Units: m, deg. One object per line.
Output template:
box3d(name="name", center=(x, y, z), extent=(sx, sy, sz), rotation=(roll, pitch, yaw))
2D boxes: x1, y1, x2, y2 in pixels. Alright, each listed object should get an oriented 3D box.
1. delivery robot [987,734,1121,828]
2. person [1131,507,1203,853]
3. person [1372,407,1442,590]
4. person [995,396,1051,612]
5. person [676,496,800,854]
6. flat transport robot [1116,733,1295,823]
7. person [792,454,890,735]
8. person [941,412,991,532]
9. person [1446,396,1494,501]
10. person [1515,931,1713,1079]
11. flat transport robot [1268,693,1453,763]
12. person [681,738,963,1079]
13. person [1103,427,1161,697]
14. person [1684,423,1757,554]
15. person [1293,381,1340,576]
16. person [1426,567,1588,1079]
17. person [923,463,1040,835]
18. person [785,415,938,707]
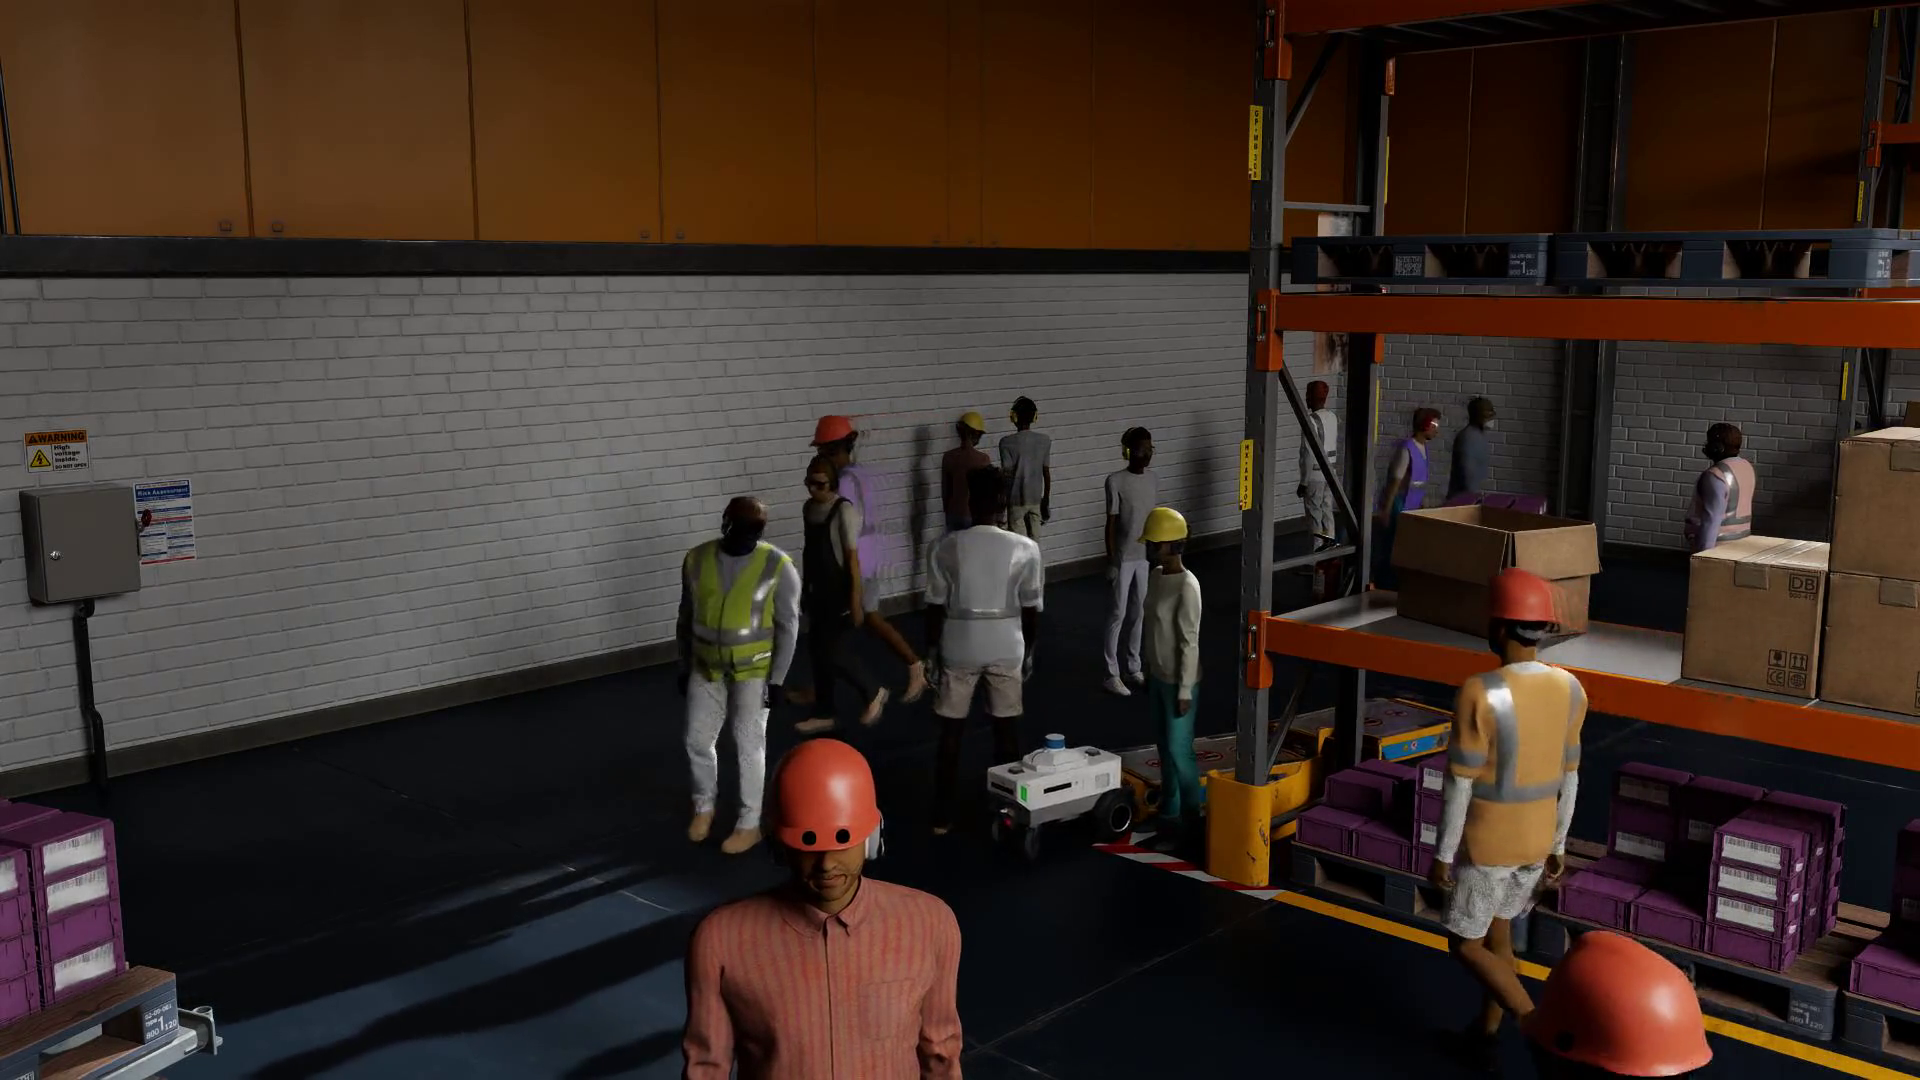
box3d(name="delivery robot", center=(0.487, 1.242, 8.556), extent=(0.707, 0.478, 0.477), rotation=(-7, 11, -36))
box3d(name="person", center=(1.051, 0.704, 8.466), extent=(0.343, 1.759, 0.533), rotation=(-2, 10, -14))
box3d(name="person", center=(3.724, -0.209, 13.911), extent=(0.698, 1.800, 0.579), rotation=(4, 10, 23))
box3d(name="person", center=(0.537, -0.293, 14.234), extent=(0.533, 1.871, 0.320), rotation=(-5, 10, -27))
box3d(name="person", center=(-1.146, 0.674, 8.480), extent=(0.662, 1.810, 0.440), rotation=(2, 10, 14))
box3d(name="flat transport robot", center=(1.298, 1.310, 9.292), extent=(1.431, 0.197, 0.652), rotation=(-5, 10, -26))
box3d(name="person", center=(-0.765, 0.346, 10.458), extent=(0.526, 1.818, 0.605), rotation=(-7, 11, -35))
box3d(name="person", center=(0.081, -0.196, 13.982), extent=(0.523, 1.760, 0.324), rotation=(7, 12, 38))
box3d(name="person", center=(4.382, -0.305, 14.308), extent=(1.049, 1.878, 0.640), rotation=(6, 11, 30))
box3d(name="person", center=(1.026, 1.560, 2.800), extent=(0.572, 1.889, 0.960), rotation=(-6, 11, -33))
box3d(name="flat transport robot", center=(2.504, 1.178, 10.100), extent=(1.431, 0.197, 0.652), rotation=(-6, 11, -35))
box3d(name="person", center=(-0.280, 1.386, 3.554), extent=(0.622, 1.993, 0.382), rotation=(-2, 10, -15))
box3d(name="person", center=(1.215, 0.139, 11.581), extent=(0.515, 1.872, 0.333), rotation=(-7, 12, -39))
box3d(name="person", center=(5.498, 0.066, 12.106), extent=(0.633, 1.846, 0.429), rotation=(-9, 13, -43))
box3d(name="person", center=(3.443, -0.595, 16.038), extent=(0.338, 1.882, 0.582), rotation=(8, 12, 41))
box3d(name="person", center=(1.952, 1.054, 5.841), extent=(0.560, 1.916, 0.716), rotation=(-5, 11, -29))
box3d(name="person", center=(0.113, 0.580, 8.632), extent=(0.606, 1.955, 0.398), rotation=(0, 9, -1))
box3d(name="person", center=(-0.651, 0.158, 11.124), extent=(1.000, 1.997, 0.649), rotation=(1, 9, 8))
